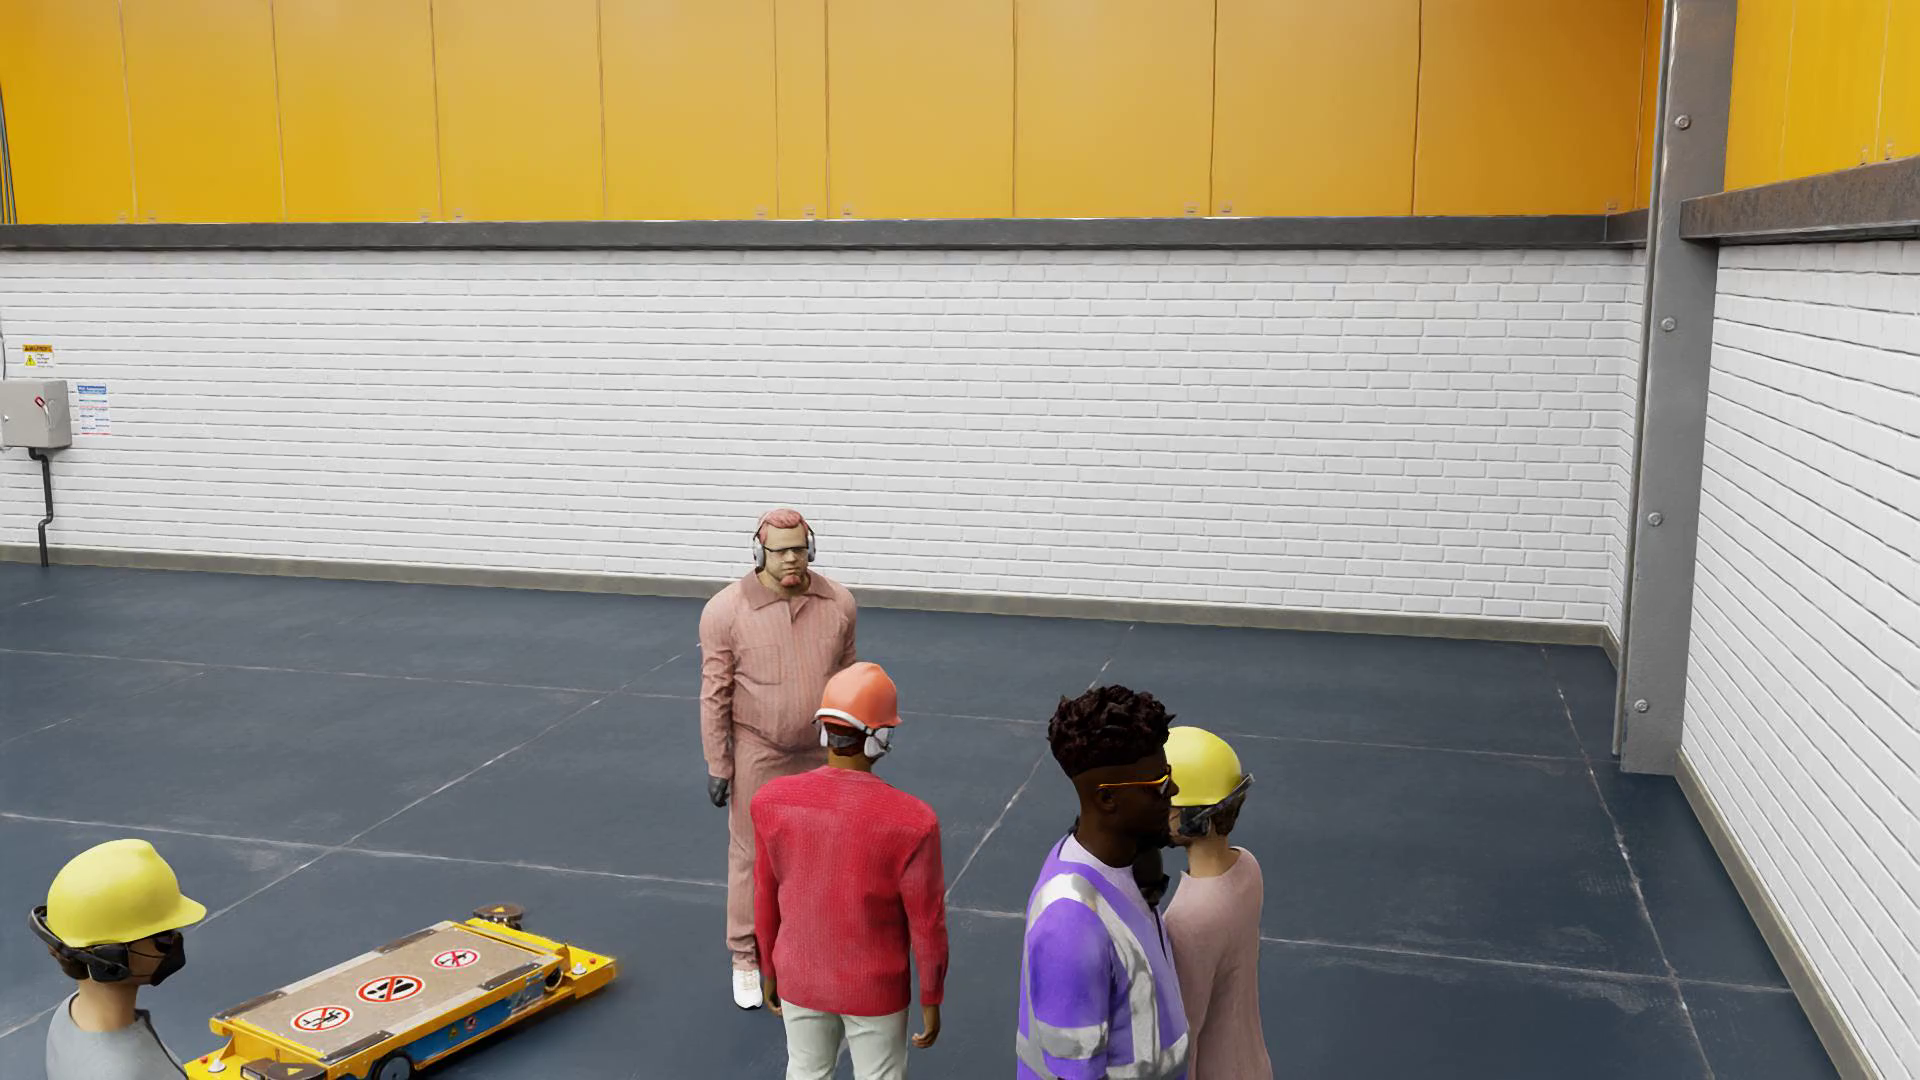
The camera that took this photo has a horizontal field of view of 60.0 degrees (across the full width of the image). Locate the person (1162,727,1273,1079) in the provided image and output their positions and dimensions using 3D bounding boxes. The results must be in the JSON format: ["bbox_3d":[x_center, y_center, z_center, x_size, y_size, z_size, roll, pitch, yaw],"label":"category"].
[{"bbox_3d":[0.556,1.302,3.936,0.341,1.760,0.525,4,11,24],"label":"person"}]

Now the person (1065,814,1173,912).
[{"bbox_3d":[0.304,1.381,3.647,0.322,1.698,0.533,3,10,16],"label":"person"}]

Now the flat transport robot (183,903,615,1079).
[{"bbox_3d":[-2.001,1.687,6.042,0.652,0.197,1.431,6,12,32],"label":"flat transport robot"}]

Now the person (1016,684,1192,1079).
[{"bbox_3d":[0.307,1.265,3.539,0.367,1.966,0.607,2,10,9],"label":"person"}]

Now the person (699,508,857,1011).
[{"bbox_3d":[-0.658,0.820,6.342,0.651,1.906,0.403,-5,11,-27],"label":"person"}]

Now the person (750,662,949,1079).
[{"bbox_3d":[-0.295,1.197,4.621,0.573,1.738,0.352,3,10,18],"label":"person"}]

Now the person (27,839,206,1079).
[{"bbox_3d":[-1.558,1.427,3.180,0.311,1.769,0.522,-7,12,-34],"label":"person"}]
